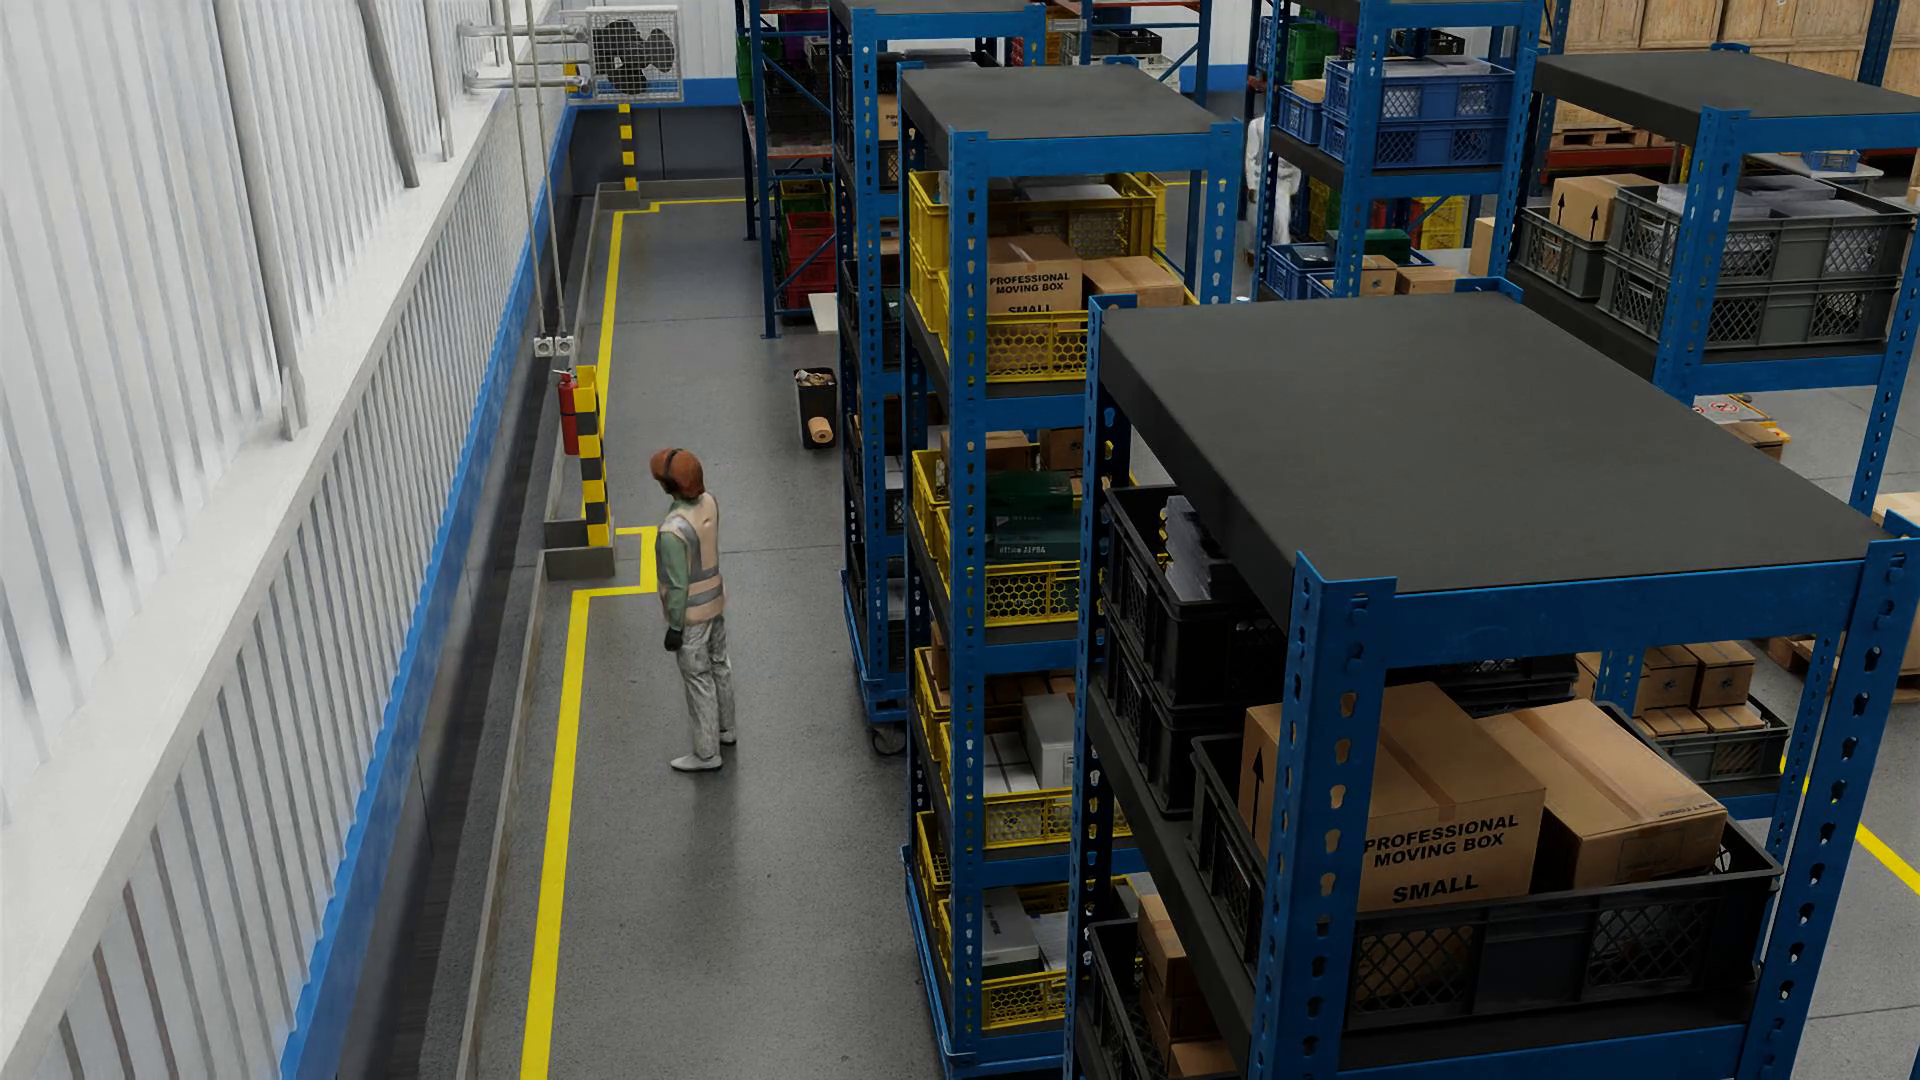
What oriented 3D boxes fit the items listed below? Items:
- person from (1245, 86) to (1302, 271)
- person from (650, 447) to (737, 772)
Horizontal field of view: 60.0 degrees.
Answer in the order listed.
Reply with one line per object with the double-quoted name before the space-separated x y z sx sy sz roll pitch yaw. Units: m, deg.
"person" 2.973 -3.380 15.777 0.558 1.816 0.977 2 25 4
"person" -1.267 0.333 7.916 0.311 1.636 0.522 6 25 12
